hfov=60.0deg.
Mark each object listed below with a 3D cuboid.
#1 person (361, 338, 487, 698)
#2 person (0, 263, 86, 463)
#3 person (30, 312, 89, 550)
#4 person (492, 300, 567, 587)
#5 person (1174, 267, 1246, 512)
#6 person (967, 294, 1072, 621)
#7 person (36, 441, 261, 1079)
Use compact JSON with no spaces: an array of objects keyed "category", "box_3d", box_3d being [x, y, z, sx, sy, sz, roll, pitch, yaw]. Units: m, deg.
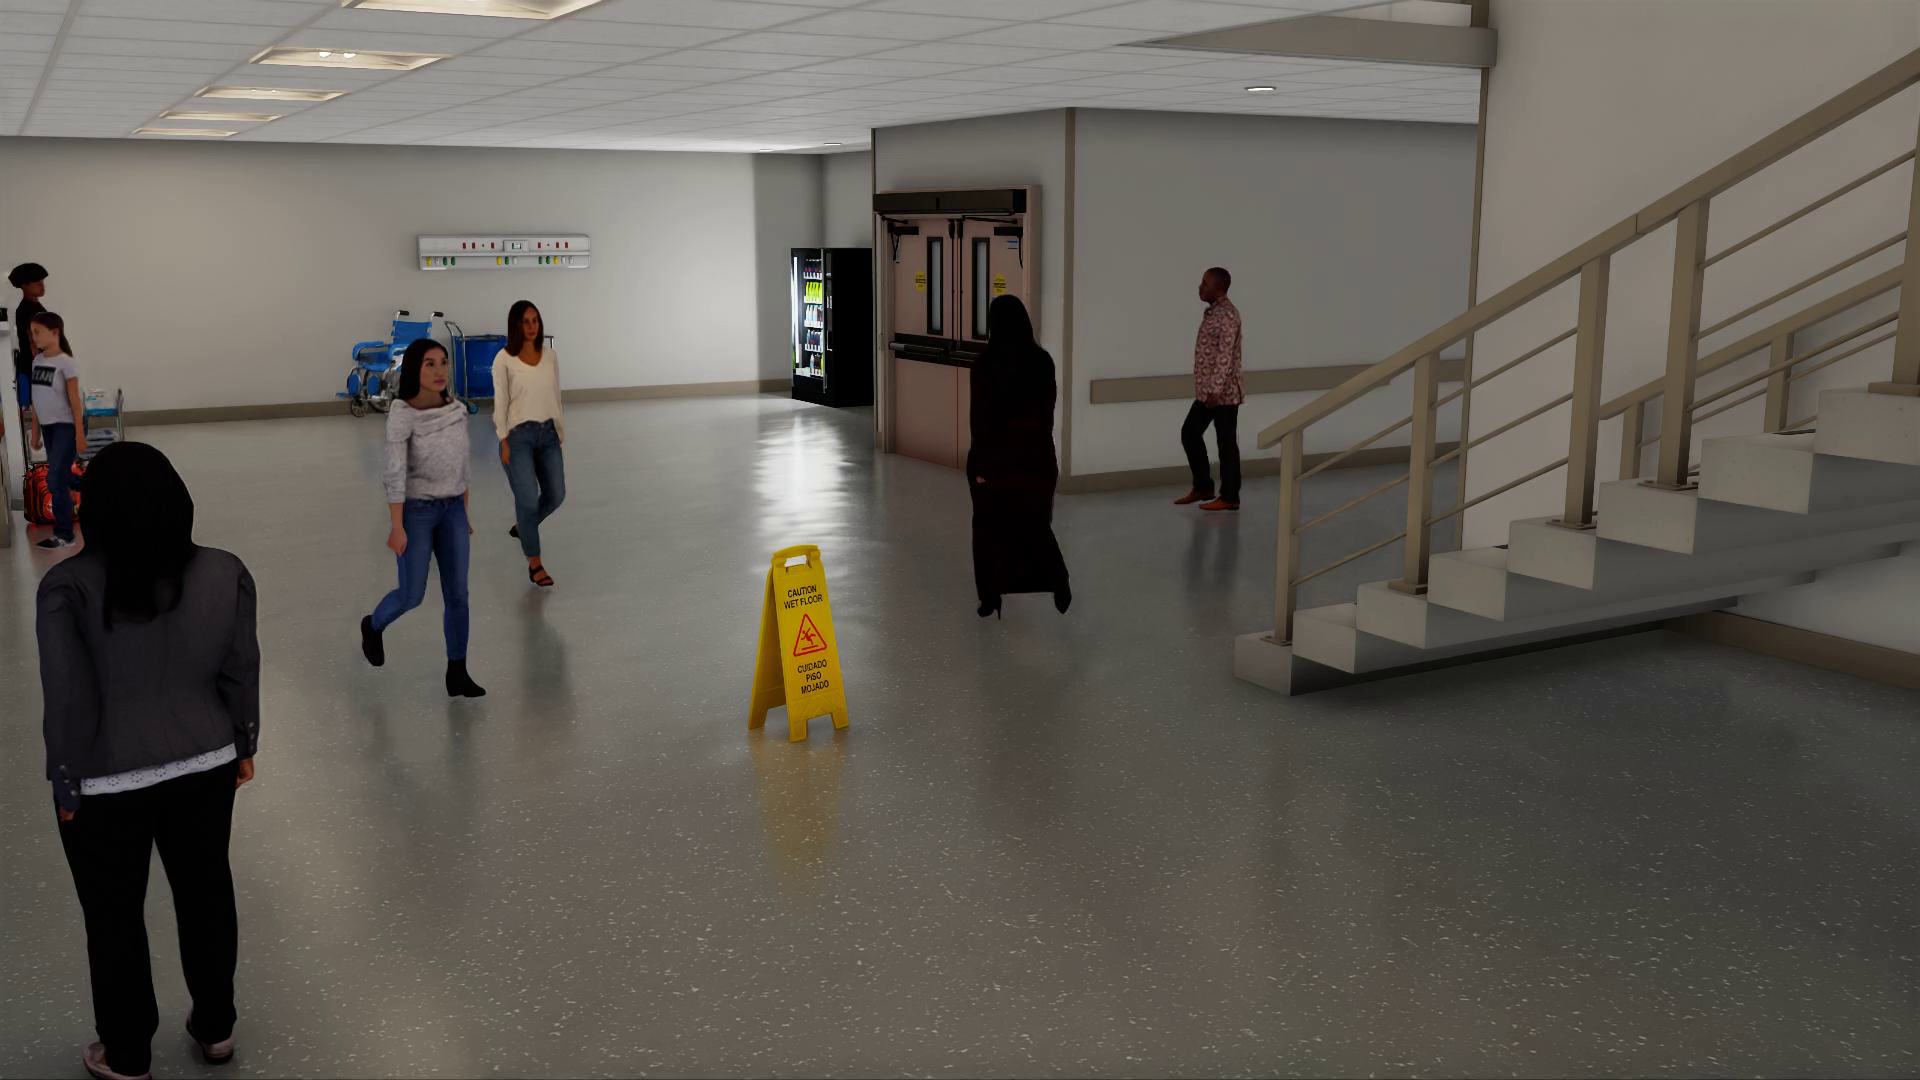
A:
[{"category":"person","box_3d":[-2.432,-0.089,7.443,1.051,1.613,0.872,7,13,33]},{"category":"person","box_3d":[-8.098,-1.487,14.395,0.861,1.767,1.094,-3,11,-15]},{"category":"person","box_3d":[-5.911,-0.736,11.042,0.946,1.542,0.897,5,12,25]},{"category":"person","box_3d":[-2.588,-0.575,9.860,0.712,1.667,0.844,-10,14,-41]},{"category":"person","box_3d":[1.996,-1.105,12.319,0.892,1.792,0.774,-2,11,-9]},{"category":"person","box_3d":[0.327,-0.382,8.665,0.720,1.734,0.963,-5,12,-24]},{"category":"person","box_3d":[-1.998,0.552,4.102,0.757,1.599,0.749,10,14,41]}]
